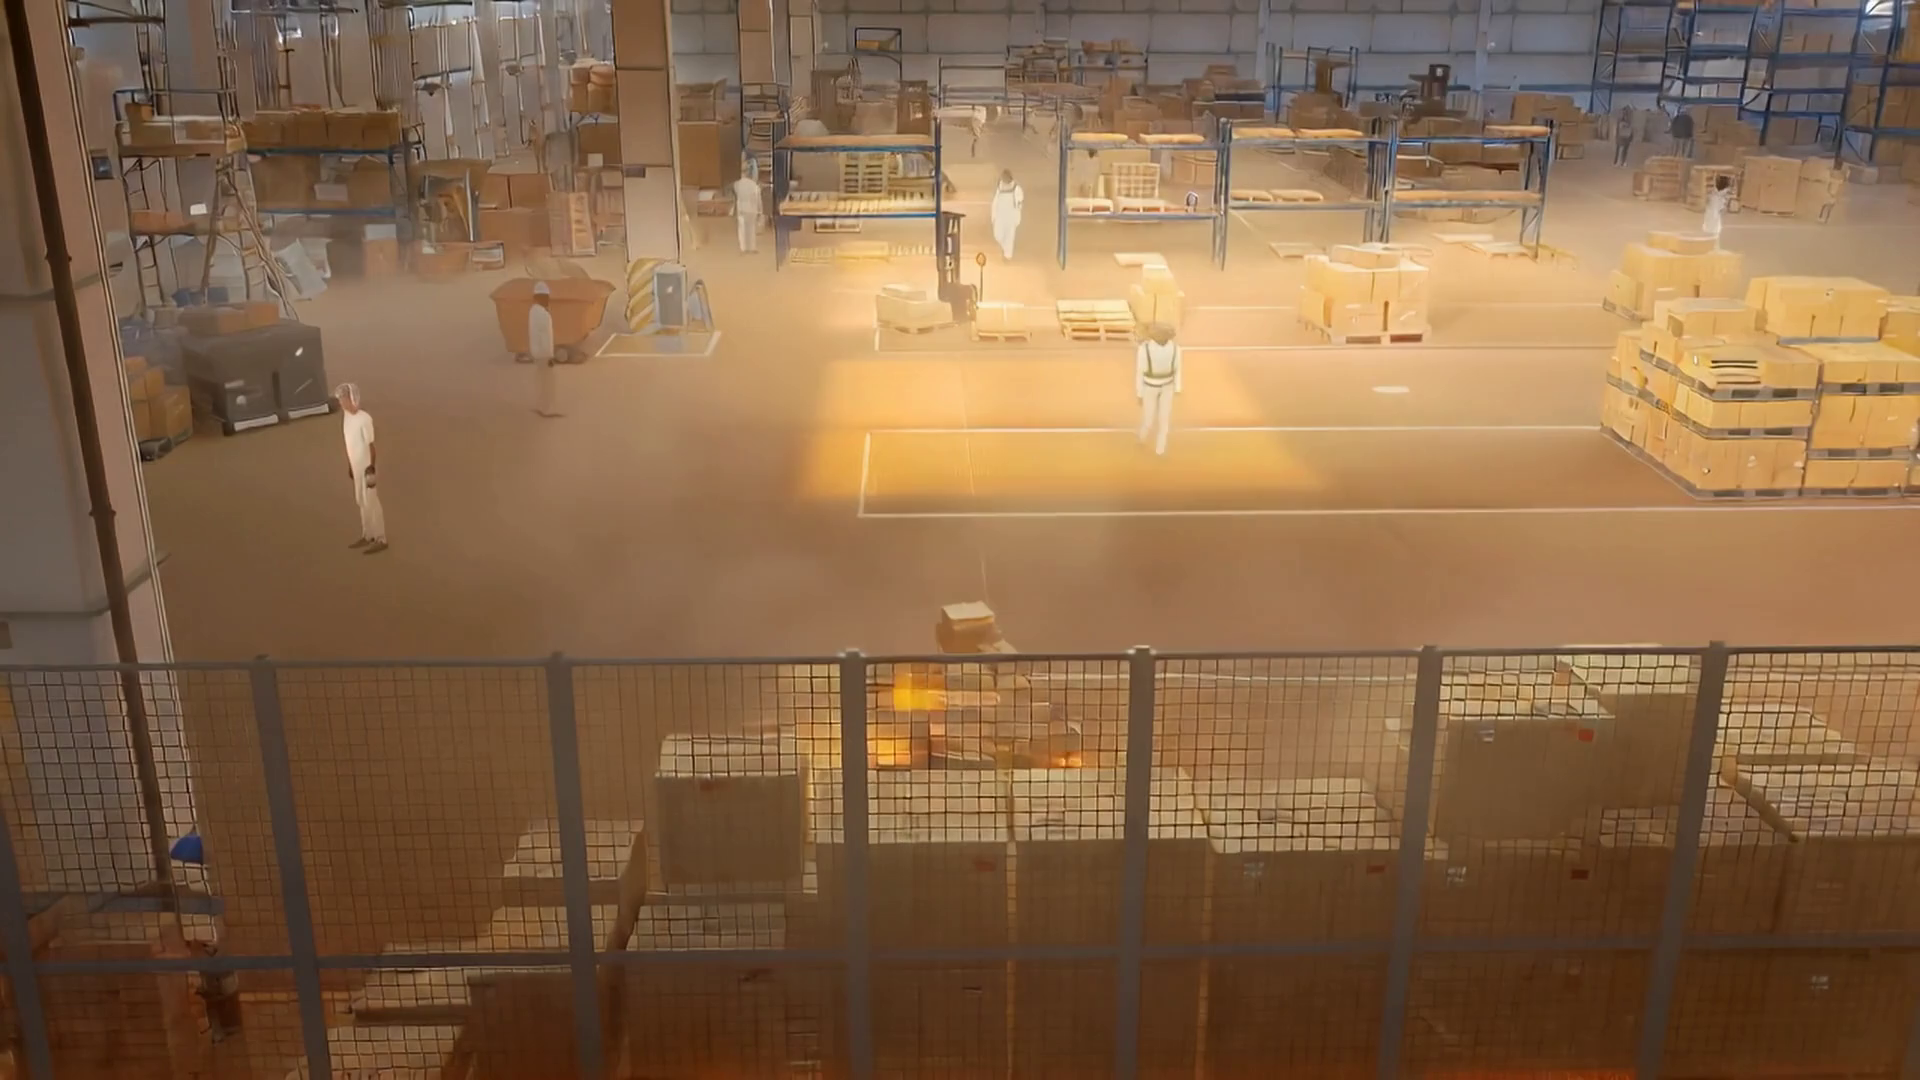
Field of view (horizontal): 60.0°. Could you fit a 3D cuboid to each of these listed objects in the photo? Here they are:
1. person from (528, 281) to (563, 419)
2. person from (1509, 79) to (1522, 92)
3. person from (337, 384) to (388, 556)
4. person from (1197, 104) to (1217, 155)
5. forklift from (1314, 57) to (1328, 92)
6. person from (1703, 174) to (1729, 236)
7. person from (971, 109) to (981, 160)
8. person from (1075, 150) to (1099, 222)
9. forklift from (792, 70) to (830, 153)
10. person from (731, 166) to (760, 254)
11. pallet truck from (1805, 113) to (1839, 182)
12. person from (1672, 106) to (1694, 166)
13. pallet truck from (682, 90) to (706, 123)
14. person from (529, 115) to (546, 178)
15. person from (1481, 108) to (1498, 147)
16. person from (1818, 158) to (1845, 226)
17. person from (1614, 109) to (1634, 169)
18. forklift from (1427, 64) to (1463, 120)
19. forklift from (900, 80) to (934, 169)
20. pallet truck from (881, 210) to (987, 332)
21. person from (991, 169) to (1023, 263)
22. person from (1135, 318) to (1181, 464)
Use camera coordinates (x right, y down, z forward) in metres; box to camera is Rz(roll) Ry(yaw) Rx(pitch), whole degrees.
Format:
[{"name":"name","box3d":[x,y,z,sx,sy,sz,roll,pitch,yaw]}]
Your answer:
[{"name":"person","box3d":[-5.801,-2.653,23.215,0.387,1.922,0.594,-9,21,-26]},{"name":"person","box3d":[23.449,-18.514,70.307,0.570,1.891,0.941,7,20,20]},{"name":"person","box3d":[-6.366,-0.755,17.679,0.520,1.865,0.332,18,25,42]},{"name":"person","box3d":[8.345,-13.760,56.173,0.650,1.914,0.678,3,19,8]},{"name":"forklift","box3d":[14.838,-18.461,68.638,1.873,2.768,1.129,0,19,-1]},{"name":"person","box3d":[16.193,-6.883,35.719,0.376,1.958,0.609,-1,19,-3]},{"name":"person","box3d":[0.539,-13.893,56.912,0.317,1.696,0.538,6,19,17]},{"name":"person","box3d":[3.214,-9.092,42.352,0.645,1.902,0.629,-3,19,-10]},{"name":"forklift","box3d":[-4.981,-15.241,59.083,1.873,2.768,1.129,-10,21,-28]},{"name":"person","box3d":[-4.776,-7.361,37.164,0.629,1.937,0.377,5,19,14]},{"name":"pallet truck","box3d":[26.403,-11.957,50.702,0.823,1.965,1.885,6,19,16]},{"name":"person","box3d":[23.696,-13.249,54.591,0.641,1.962,0.806,14,23,36]},{"name":"pallet truck","box3d":[-9.671,-15.907,62.421,0.823,1.965,1.885,5,19,15]},{"name":"person","box3d":[-13.108,-12.195,51.535,0.380,1.917,0.586,12,22,31]},{"name":"person","box3d":[17.630,-13.457,55.461,0.658,1.815,0.441,-10,21,-26]},{"name":"person","box3d":[21.760,-8.675,41.458,0.536,1.686,0.333,-8,20,-22]},{"name":"person","box3d":[21.575,-13.055,54.099,0.594,1.913,0.384,-1,19,-3]},{"name":"forklift","box3d":[18.201,-16.727,63.493,1.873,2.768,1.129,-6,20,-17]},{"name":"forklift","box3d":[-1.439,-13.389,53.591,1.129,2.768,1.873,-2,19,-6]},{"name":"pallet truck","box3d":[-0.493,-4.759,29.349,1.885,1.965,0.823,-13,23,-34]},{"name":"person","box3d":[1.008,-7.055,36.095,0.701,2.000,0.624,6,20,18]},{"name":"person","box3d":[2.496,-1.890,21.036,0.603,1.866,0.474,-4,19,-12]}]
